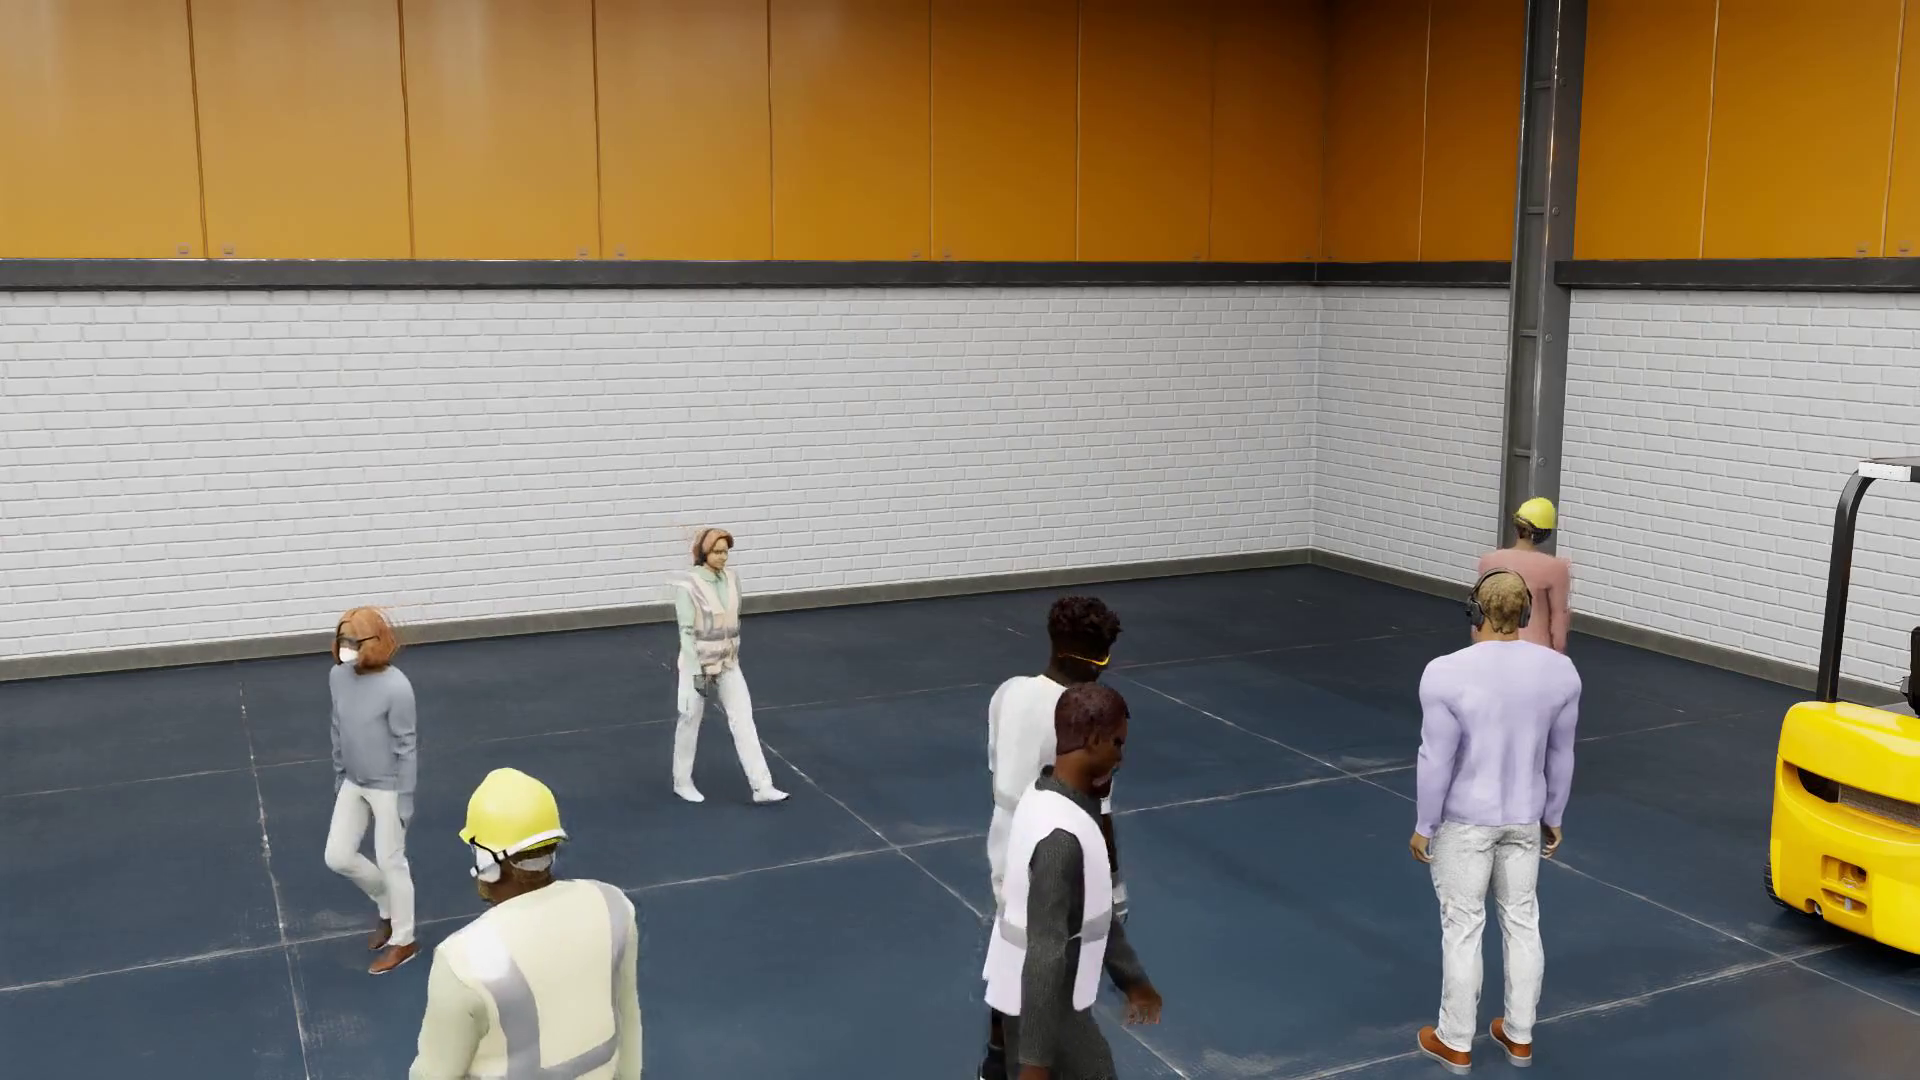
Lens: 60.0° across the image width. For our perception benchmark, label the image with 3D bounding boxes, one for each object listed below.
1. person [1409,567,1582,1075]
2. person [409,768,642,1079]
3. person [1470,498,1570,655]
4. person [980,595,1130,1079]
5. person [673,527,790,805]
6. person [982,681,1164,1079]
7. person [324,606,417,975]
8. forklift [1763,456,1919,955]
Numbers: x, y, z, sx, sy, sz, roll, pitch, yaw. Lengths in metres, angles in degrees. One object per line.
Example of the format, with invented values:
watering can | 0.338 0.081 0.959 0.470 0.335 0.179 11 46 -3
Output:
person | 2.007 1.060 6.306 0.635 1.938 0.359 -2 9 -11
person | -1.180 1.458 4.250 0.834 1.798 0.617 6 11 33
person | 3.196 0.633 9.596 0.571 1.746 0.461 6 11 31
person | 0.316 1.136 5.905 0.408 1.928 0.628 -6 11 -33
person | -1.337 0.735 9.371 0.844 1.598 0.527 7 12 37
person | 0.377 1.341 4.820 0.885 1.859 0.627 0 9 -3
person | -2.539 1.077 7.180 0.519 1.616 0.349 5 11 30
forklift | 4.857 0.731 7.561 2.313 2.155 1.214 -4 10 -25
